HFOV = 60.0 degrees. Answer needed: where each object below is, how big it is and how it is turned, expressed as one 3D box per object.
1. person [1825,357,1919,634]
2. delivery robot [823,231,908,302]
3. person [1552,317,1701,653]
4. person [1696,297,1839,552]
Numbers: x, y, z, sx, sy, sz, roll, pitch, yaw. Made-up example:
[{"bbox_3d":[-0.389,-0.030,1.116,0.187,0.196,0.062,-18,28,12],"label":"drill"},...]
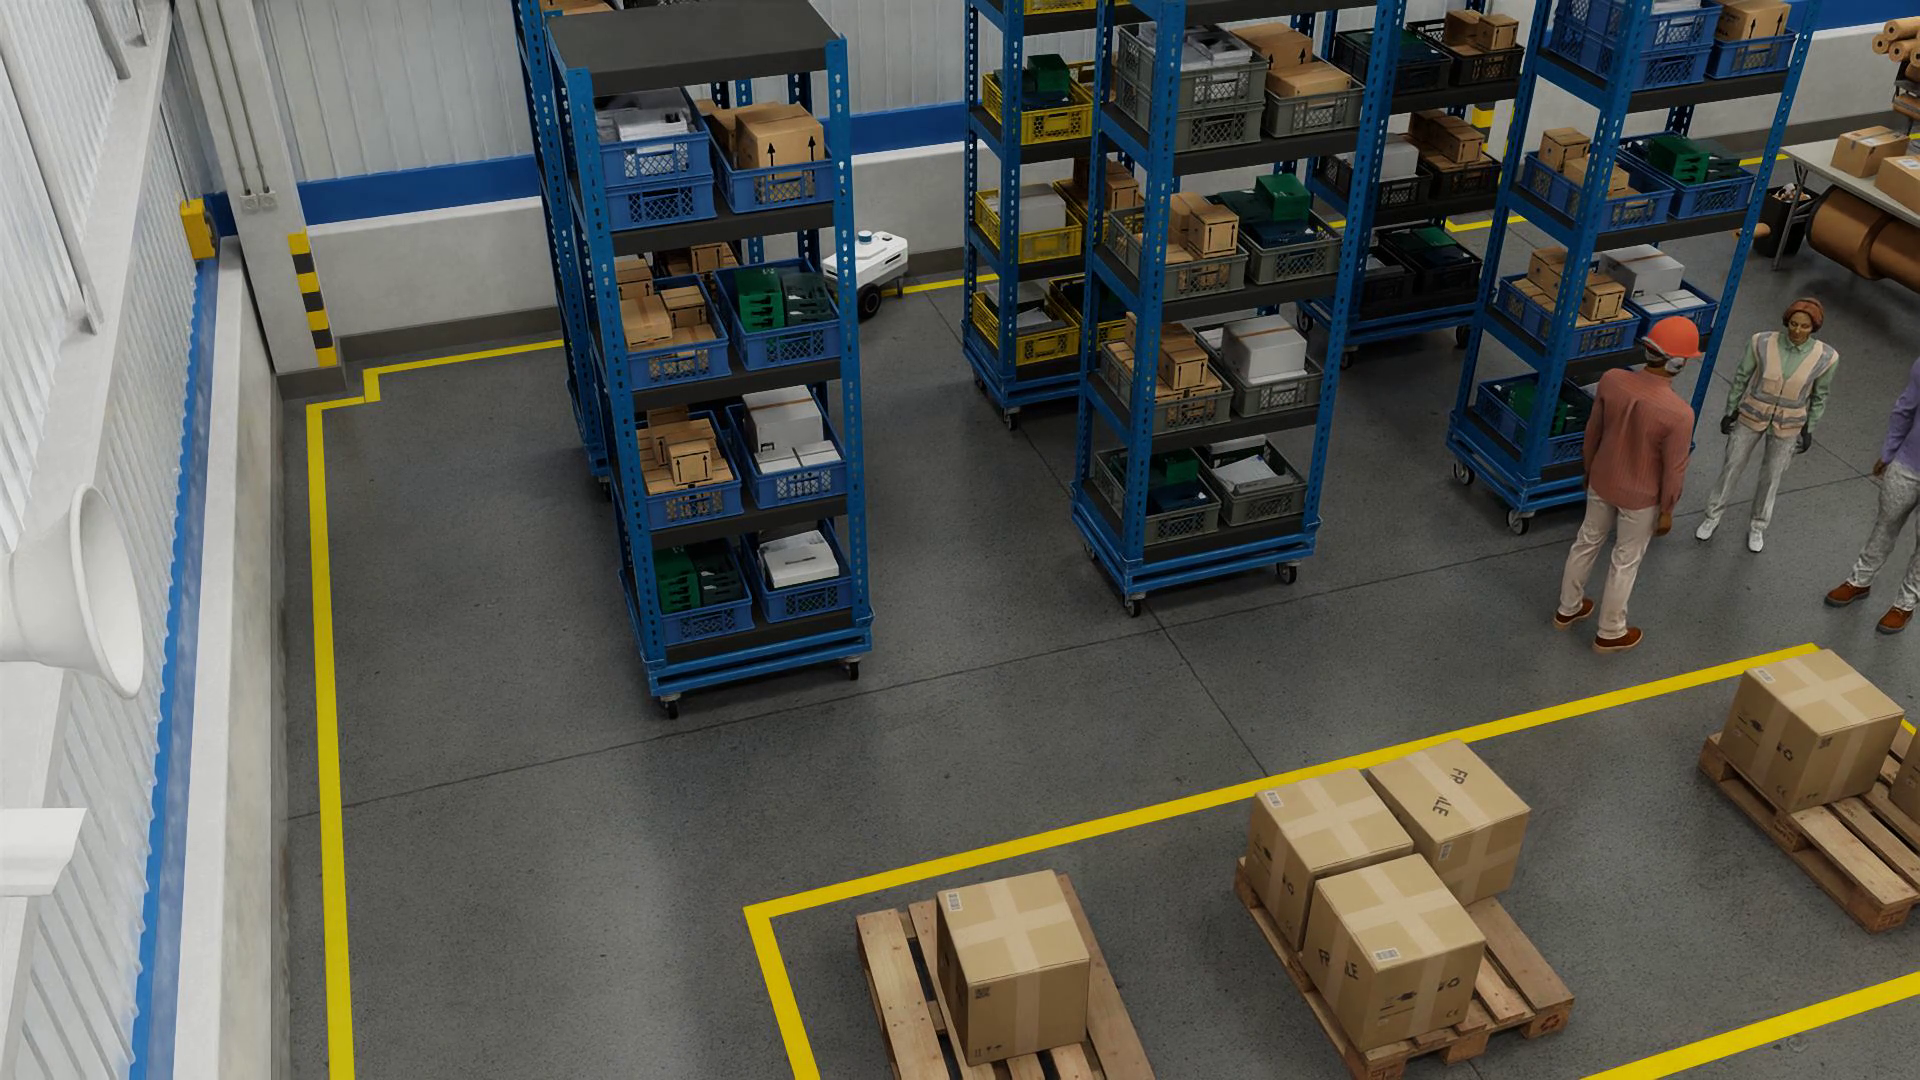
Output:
[{"bbox_3d":[5.328,-0.363,9.111,0.378,1.940,0.628,-20,40,-26],"label":"person"},{"bbox_3d":[-0.718,-2.127,12.724,0.477,0.478,0.707,24,42,30],"label":"delivery robot"},{"bbox_3d":[3.615,-0.291,8.968,0.393,1.985,0.610,-19,40,-25],"label":"person"},{"bbox_3d":[4.776,-0.686,9.823,0.523,1.640,0.306,16,38,21],"label":"person"}]
